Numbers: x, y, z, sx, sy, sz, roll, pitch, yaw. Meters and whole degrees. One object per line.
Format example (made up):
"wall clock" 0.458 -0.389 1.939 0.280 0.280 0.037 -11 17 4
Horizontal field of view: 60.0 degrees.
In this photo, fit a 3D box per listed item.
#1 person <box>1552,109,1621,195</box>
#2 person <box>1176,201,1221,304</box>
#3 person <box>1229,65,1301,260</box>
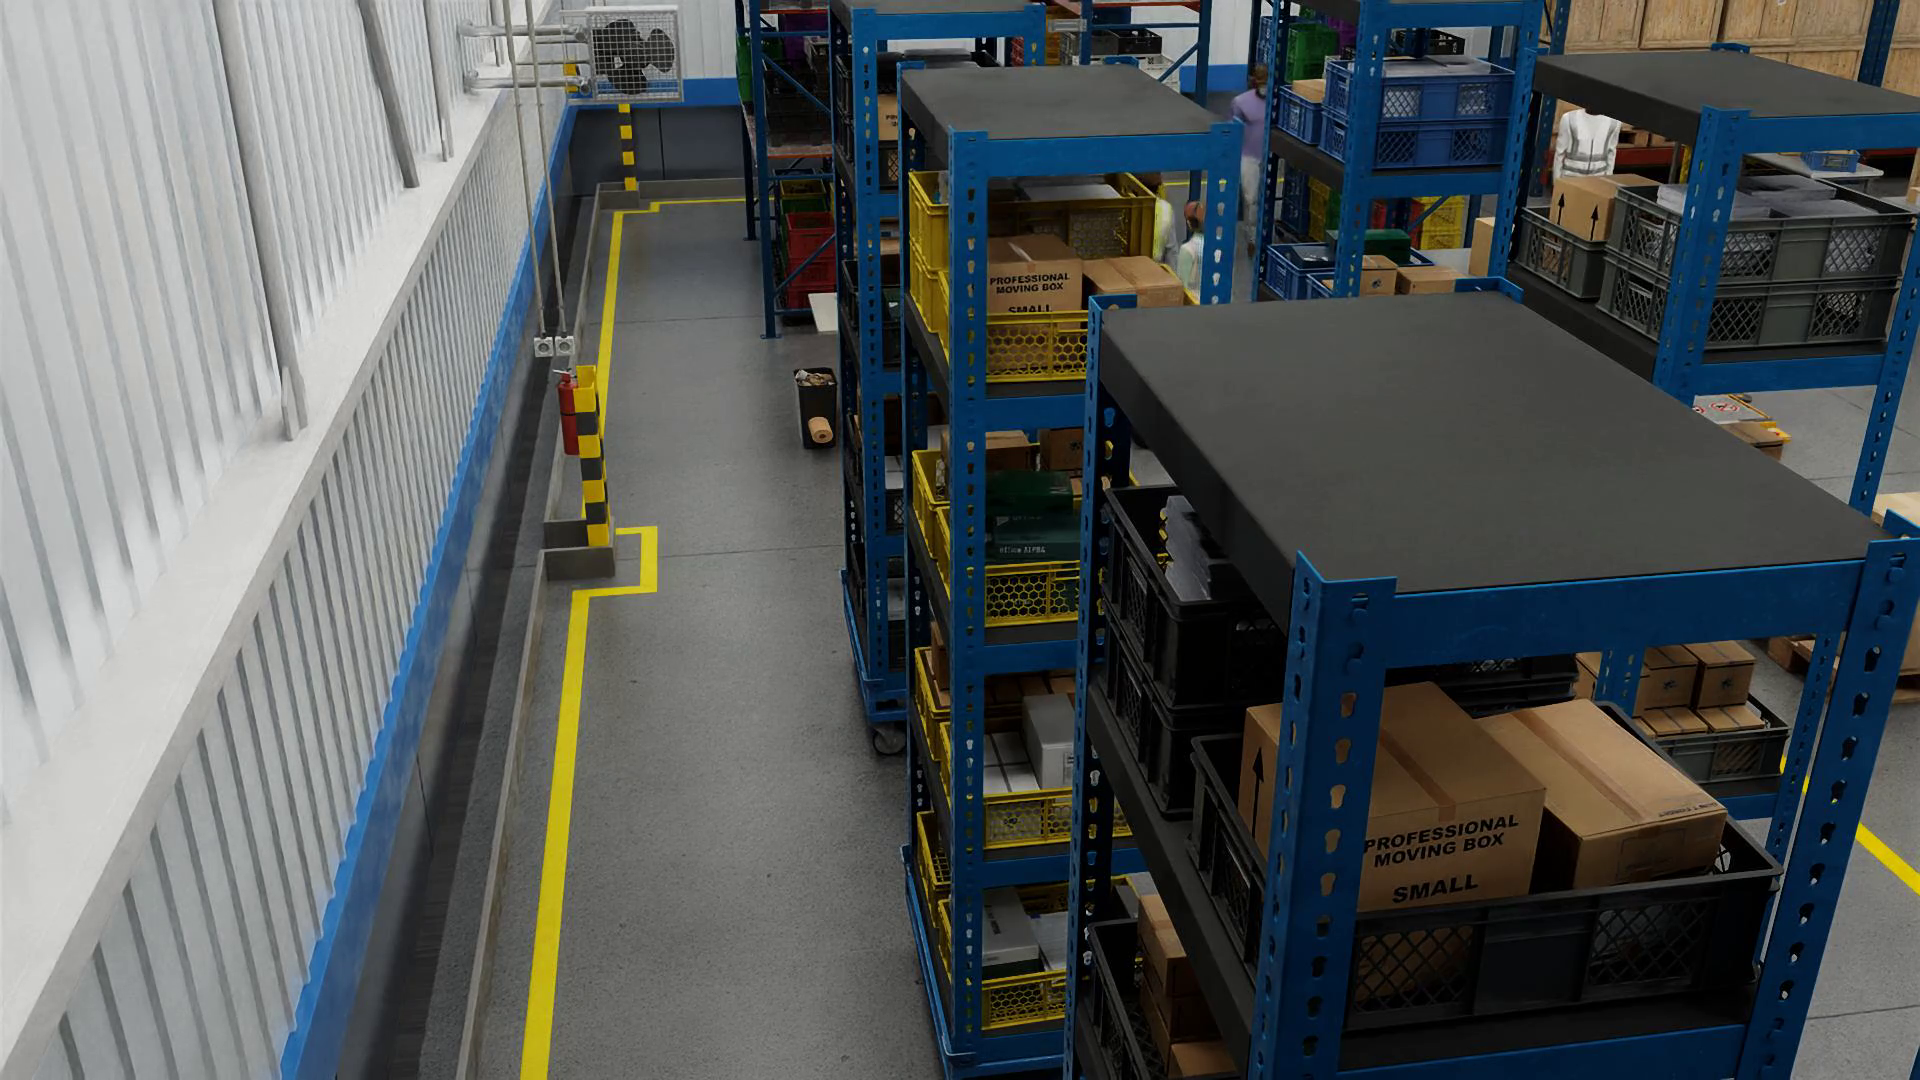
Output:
"person" 5.899 -3.412 15.768 0.574 1.883 0.361 1 25 2
"person" 1.729 -1.701 12.343 0.363 1.630 0.555 19 31 36
"person" 2.988 -3.730 16.446 0.758 1.889 0.785 -1 25 -2
